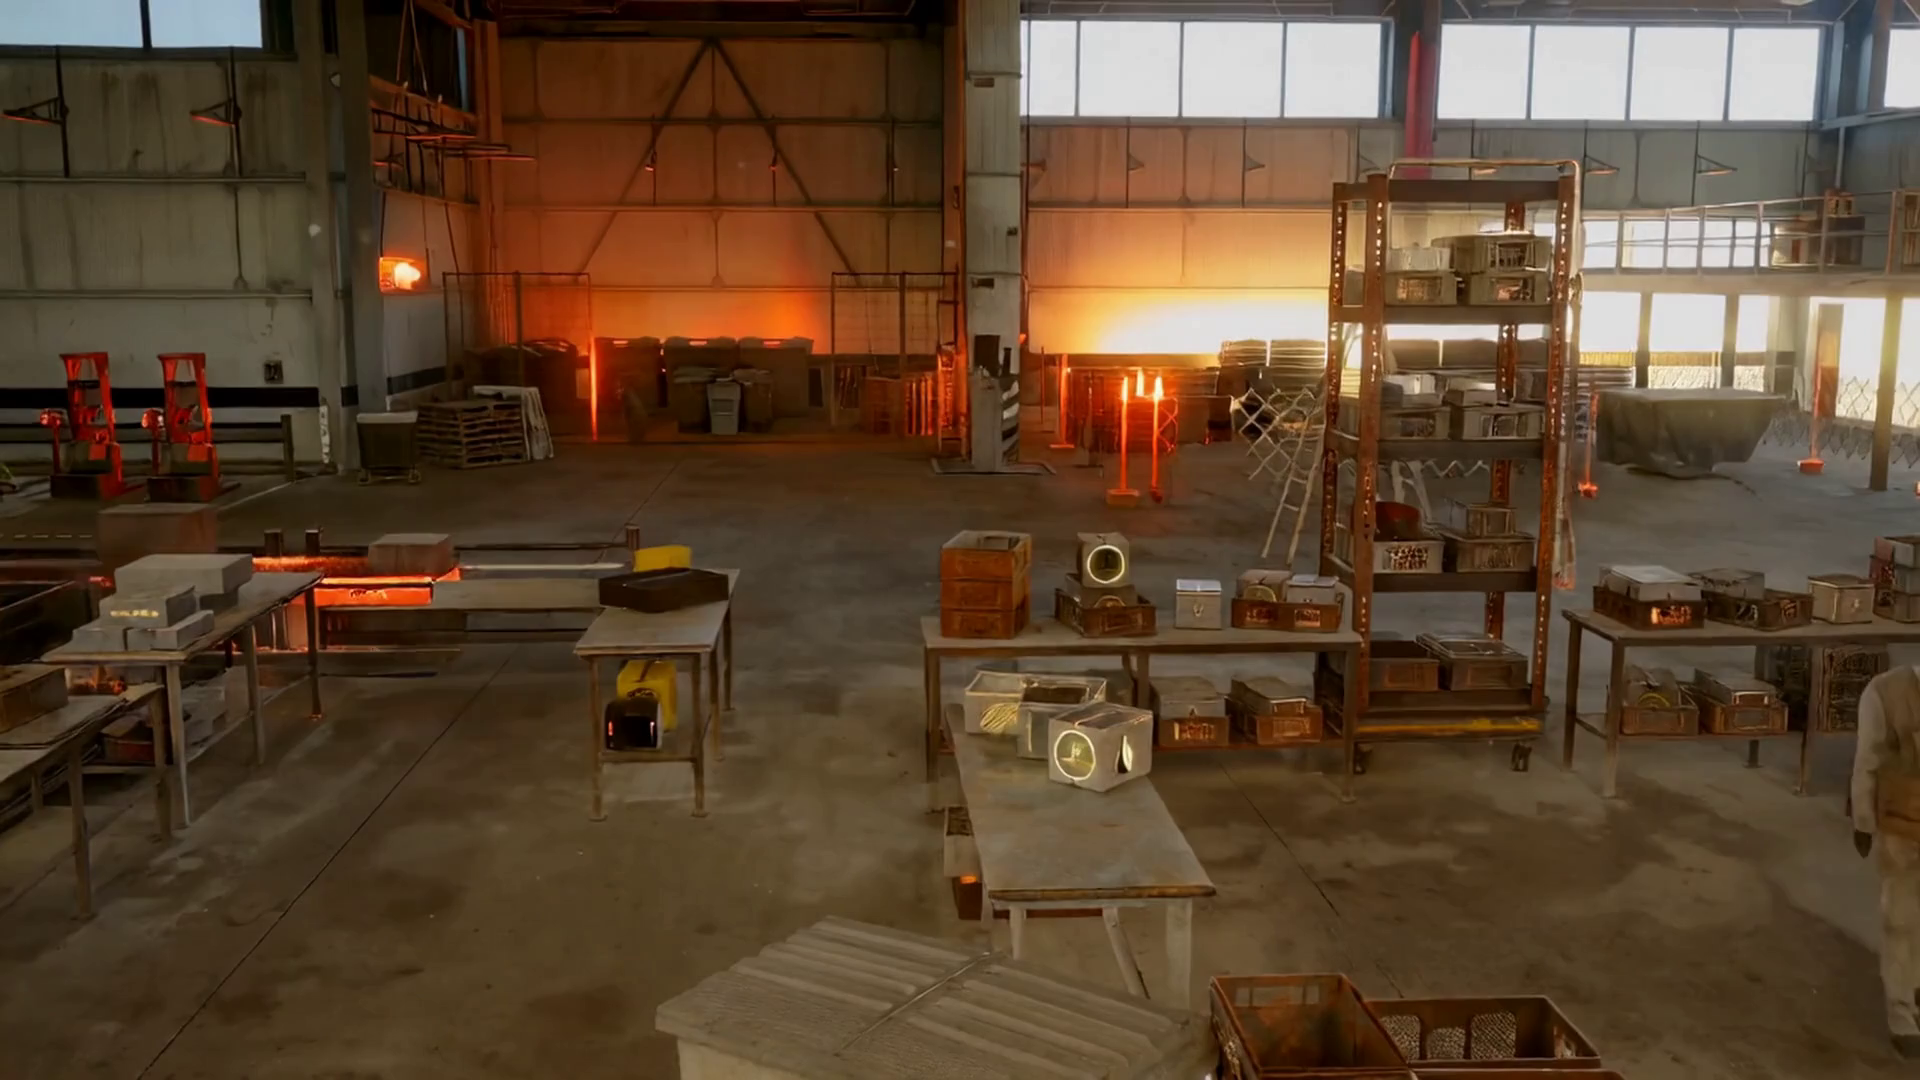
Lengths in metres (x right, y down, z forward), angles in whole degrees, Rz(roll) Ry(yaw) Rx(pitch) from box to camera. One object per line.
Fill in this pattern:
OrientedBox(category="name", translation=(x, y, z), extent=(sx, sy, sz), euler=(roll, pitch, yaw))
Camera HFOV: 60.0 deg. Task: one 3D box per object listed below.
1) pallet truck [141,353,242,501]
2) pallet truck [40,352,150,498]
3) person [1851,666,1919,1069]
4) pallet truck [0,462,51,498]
OrientedBox(category="pallet truck", translation=(-10.520, -1.604, 22.925), extent=(0.823, 1.965, 1.885), euler=(-1, 9, -6))
OrientedBox(category="pallet truck", translation=(-11.907, -1.642, 23.165), extent=(0.823, 1.965, 1.885), euler=(0, 9, 0))
OrientedBox(category="person", translation=(3.845, 1.120, 6.537), extent=(0.580, 1.770, 0.900), euler=(1, 9, 9))
OrientedBox(category="pallet truck", translation=(-13.193, -1.293, 23.148), extent=(0.653, 1.274, 1.630), euler=(-1, 9, -4))
